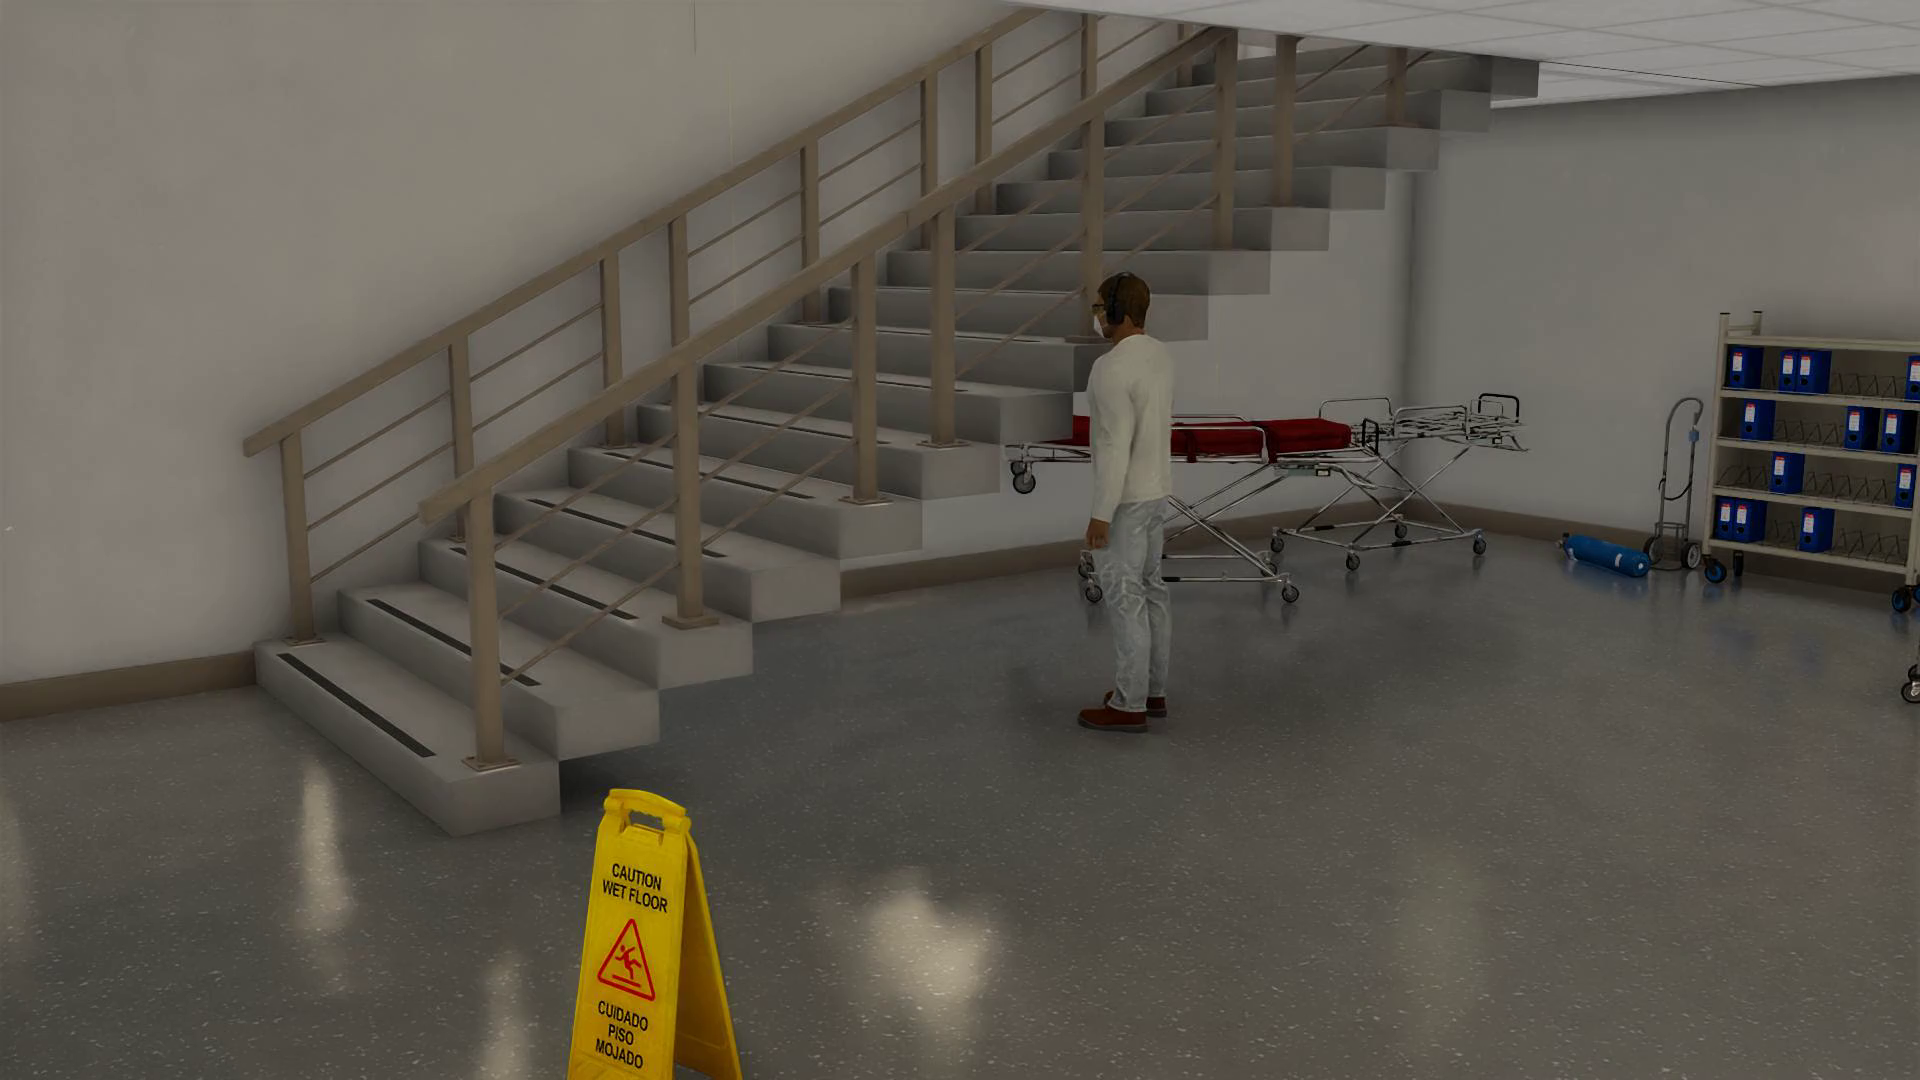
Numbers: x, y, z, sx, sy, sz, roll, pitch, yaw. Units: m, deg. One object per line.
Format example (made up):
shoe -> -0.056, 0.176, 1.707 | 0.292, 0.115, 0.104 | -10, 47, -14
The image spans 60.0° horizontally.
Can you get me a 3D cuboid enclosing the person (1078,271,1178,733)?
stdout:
person -> 0.711, -0.156, 7.032 | 0.355, 1.938, 0.634 | 5, 11, 28
